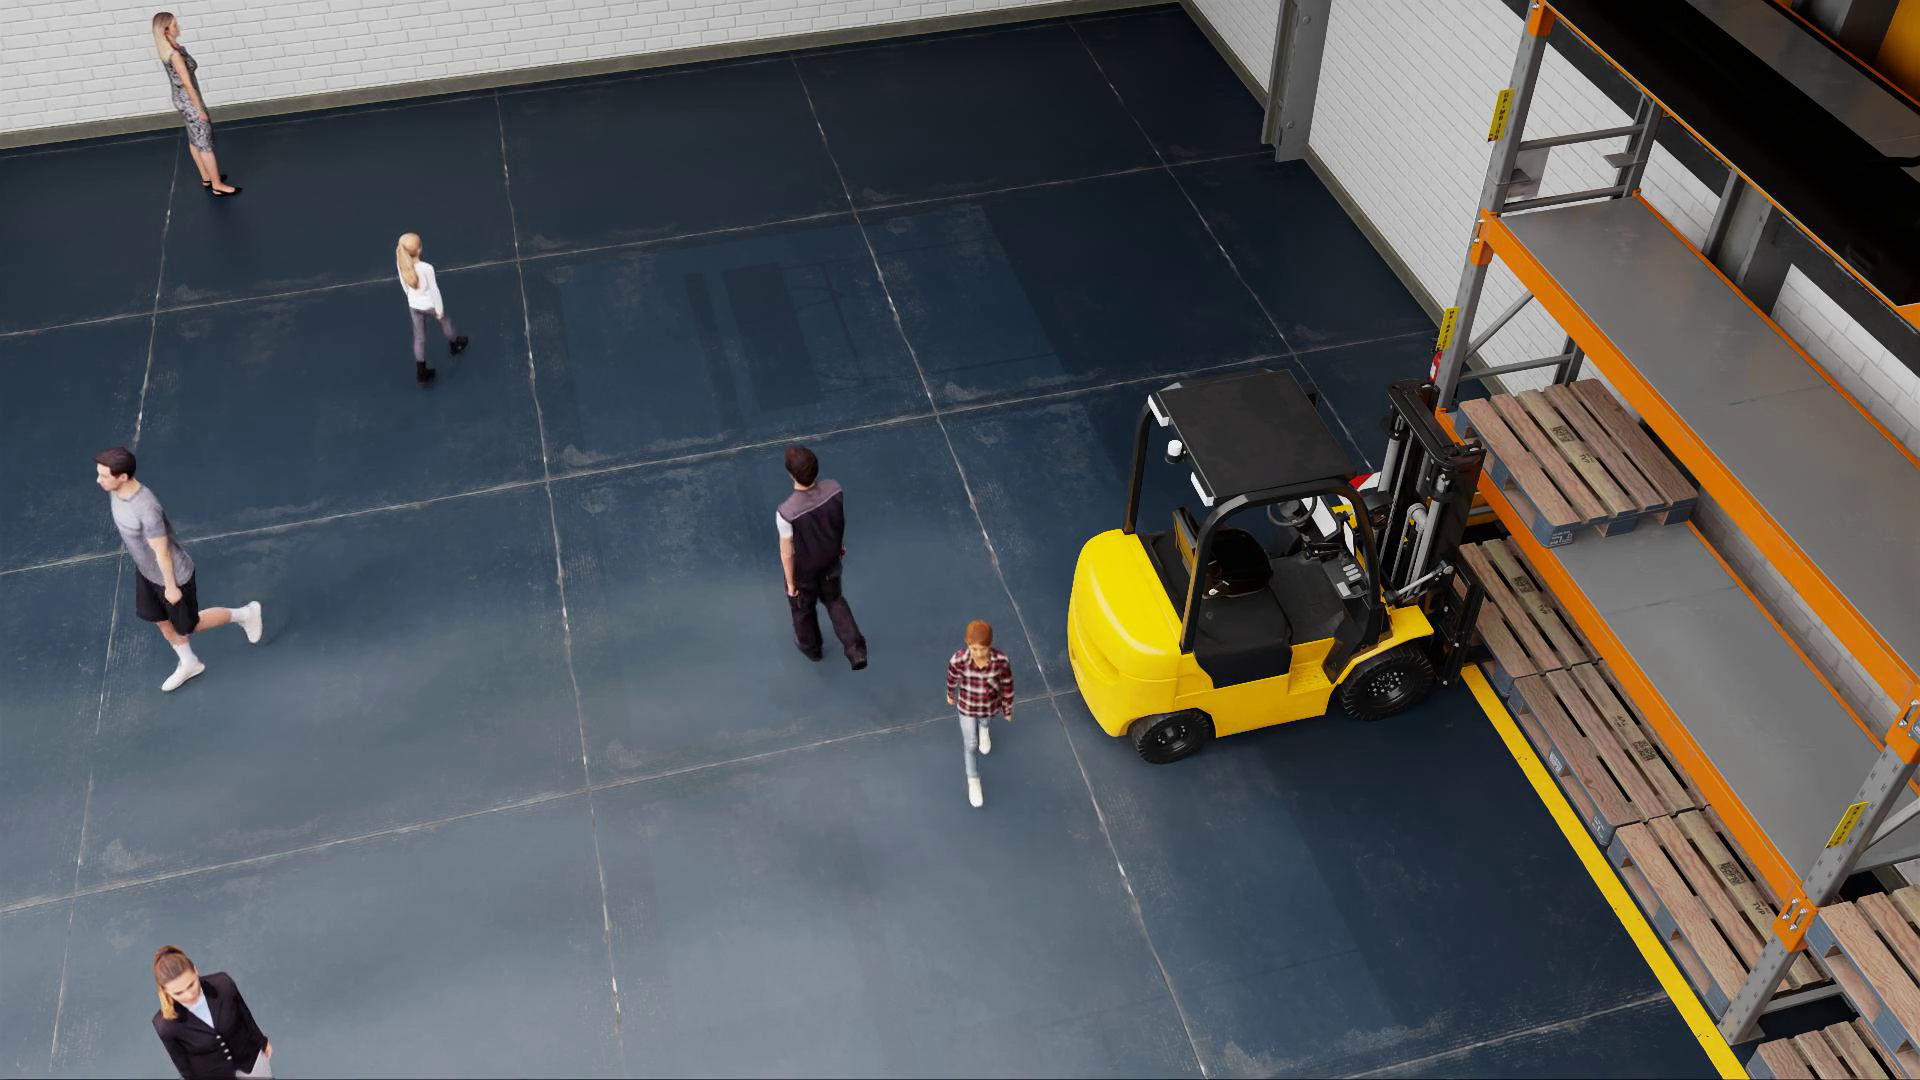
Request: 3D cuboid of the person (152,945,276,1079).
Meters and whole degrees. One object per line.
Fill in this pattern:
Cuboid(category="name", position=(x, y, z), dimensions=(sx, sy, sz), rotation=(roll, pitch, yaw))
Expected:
Cuboid(category="person", position=(-3.536, 2.528, 8.035), dimensions=(0.702, 1.729, 0.667), rotation=(31, 52, 28))

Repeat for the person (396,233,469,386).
Cuboid(category="person", position=(-4.190, -1.782, 12.909), dimensions=(0.776, 1.246, 0.958), rotation=(11, 45, 11))

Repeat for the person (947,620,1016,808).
Cuboid(category="person", position=(0.122, 0.917, 10.054), dimensions=(0.671, 1.275, 0.944), rotation=(-3, 44, -3))

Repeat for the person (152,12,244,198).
Cuboid(category="person", position=(-6.844, -3.864, 14.763), dimensions=(0.695, 1.702, 0.565), rotation=(-29, 50, -27))

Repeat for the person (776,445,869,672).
Cuboid(category="person", position=(-0.861, 0.176, 10.426), dimensions=(0.855, 1.834, 1.035), rotation=(-27, 50, -26))

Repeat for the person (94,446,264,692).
Cuboid(category="person", position=(-4.918, 0.145, 10.450), dimensions=(1.056, 1.847, 1.062), rotation=(30, 51, 27))
